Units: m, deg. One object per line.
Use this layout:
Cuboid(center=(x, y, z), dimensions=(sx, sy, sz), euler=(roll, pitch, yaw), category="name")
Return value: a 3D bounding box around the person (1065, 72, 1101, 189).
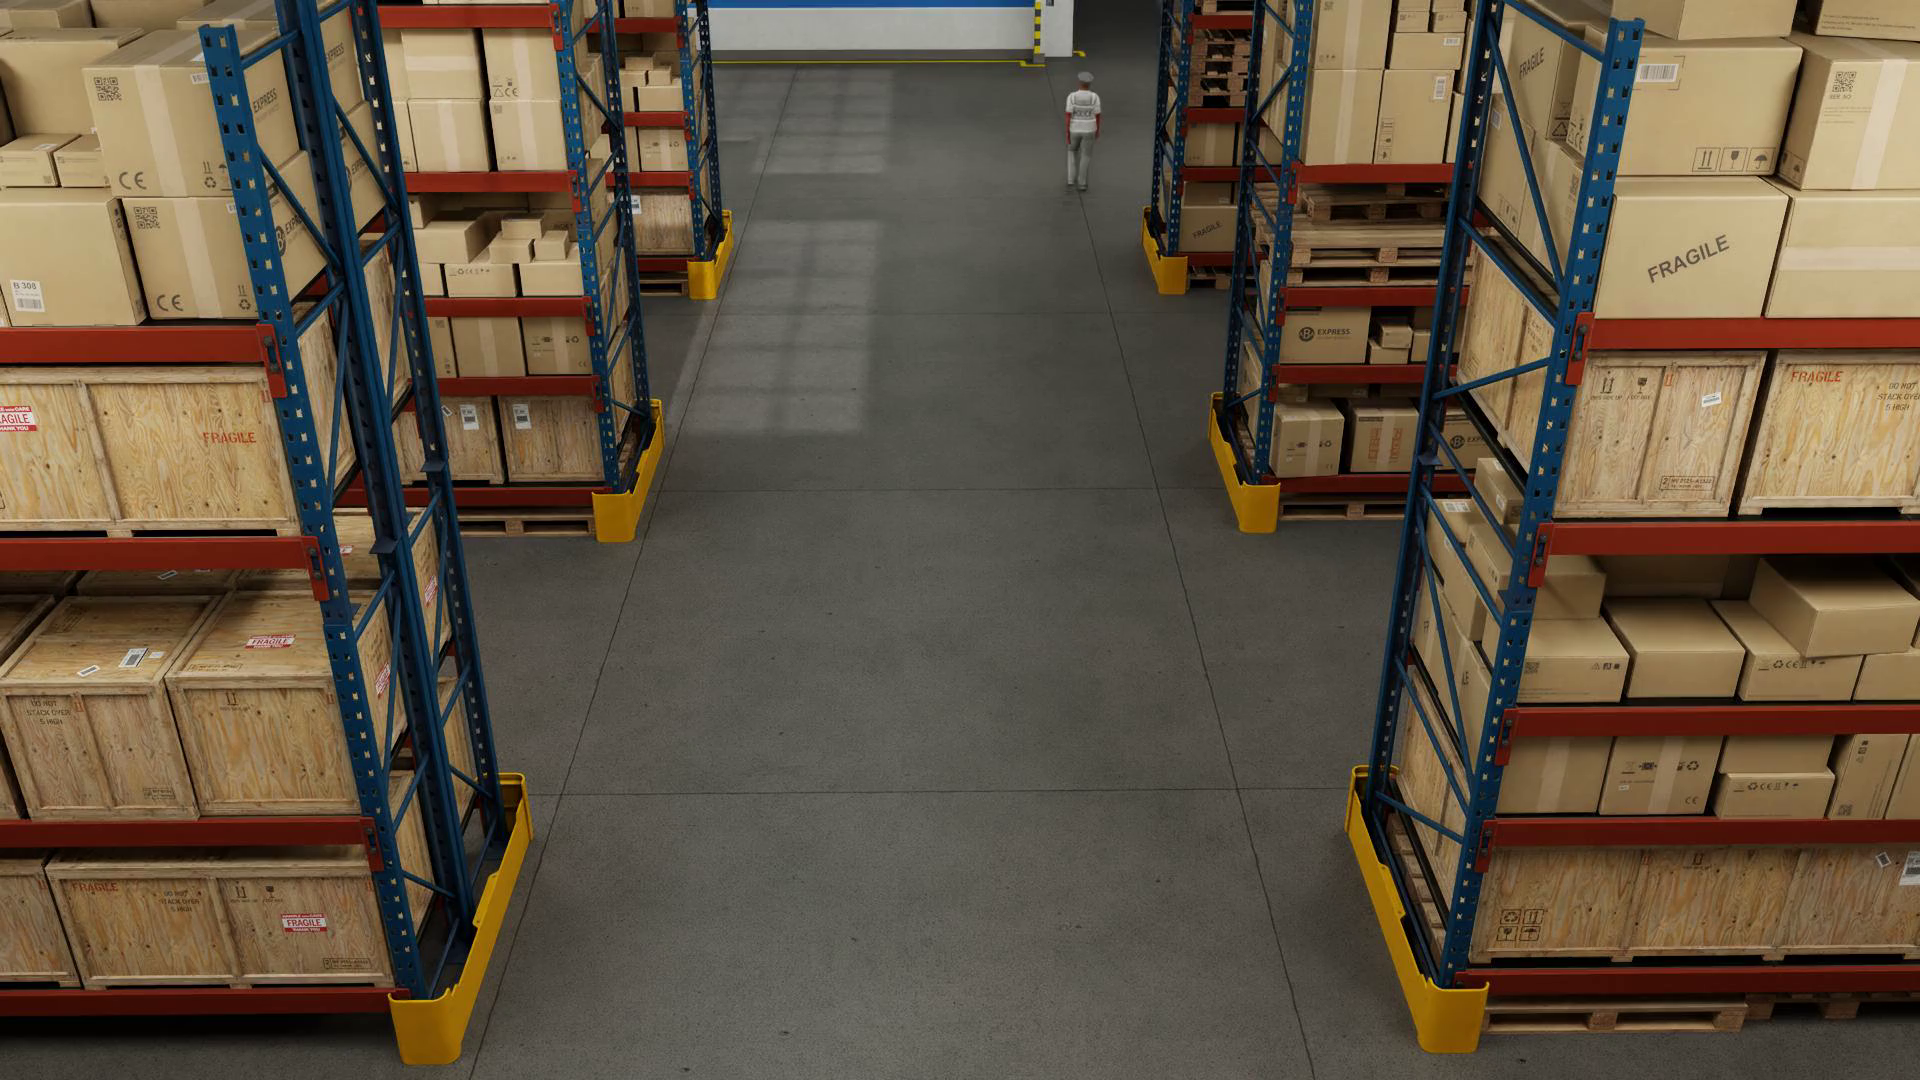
Cuboid(center=(1.892, -6.302, 25.612), dimensions=(0.534, 1.804, 0.512), euler=(5, 29, 8), category="person")
